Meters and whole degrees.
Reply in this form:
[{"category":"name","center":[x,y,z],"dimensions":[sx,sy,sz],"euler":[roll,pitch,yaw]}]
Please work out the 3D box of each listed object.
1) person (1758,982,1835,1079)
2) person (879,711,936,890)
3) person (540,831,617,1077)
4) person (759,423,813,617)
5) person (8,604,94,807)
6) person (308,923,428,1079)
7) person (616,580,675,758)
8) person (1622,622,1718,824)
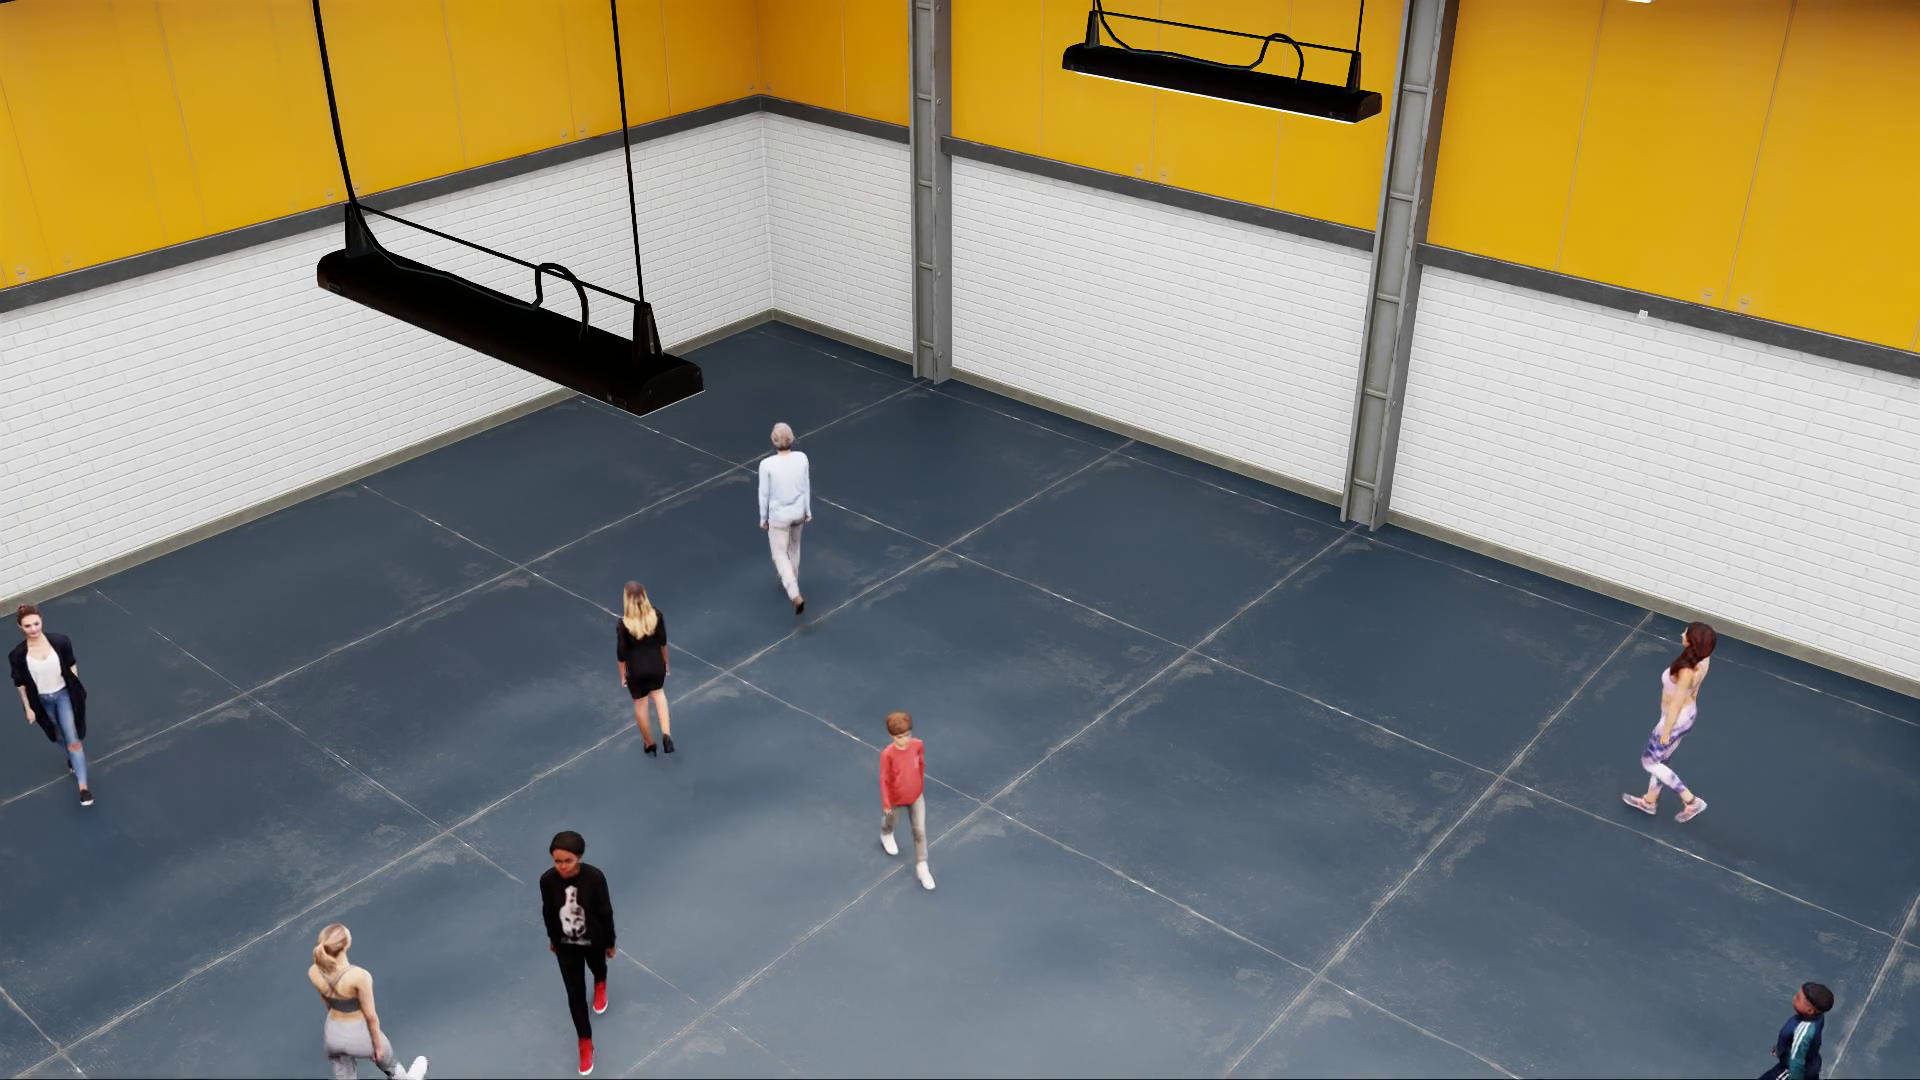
[{"category":"person","center":[5.101,3.191,10.009],"dimensions":[0.791,1.234,0.520],"euler":[24,37,37]},{"category":"person","center":[-0.455,1.843,12.322],"dimensions":[0.797,1.384,1.030],"euler":[-12,31,-21]},{"category":"person","center":[-2.441,2.535,10.787],"dimensions":[1.043,1.639,1.123],"euler":[-3,29,-5]},{"category":"person","center":[-1.591,-0.178,15.521],"dimensions":[0.983,1.869,1.246],"euler":[-12,31,-22]},{"category":"person","center":[-7.194,1.236,13.175],"dimensions":[0.881,1.632,1.173],"euler":[-15,32,-26]},{"category":"person","center":[-3.641,3.028,9.853],"dimensions":[1.035,1.669,0.983],"euler":[3,29,5]},{"category":"person","center":[-2.505,1.094,13.398],"dimensions":[0.669,1.667,0.751],"euler":[-16,32,-27]},{"category":"person","center":[5.531,1.428,12.694],"dimensions":[0.792,1.757,0.579],"euler":[22,36,35]}]
